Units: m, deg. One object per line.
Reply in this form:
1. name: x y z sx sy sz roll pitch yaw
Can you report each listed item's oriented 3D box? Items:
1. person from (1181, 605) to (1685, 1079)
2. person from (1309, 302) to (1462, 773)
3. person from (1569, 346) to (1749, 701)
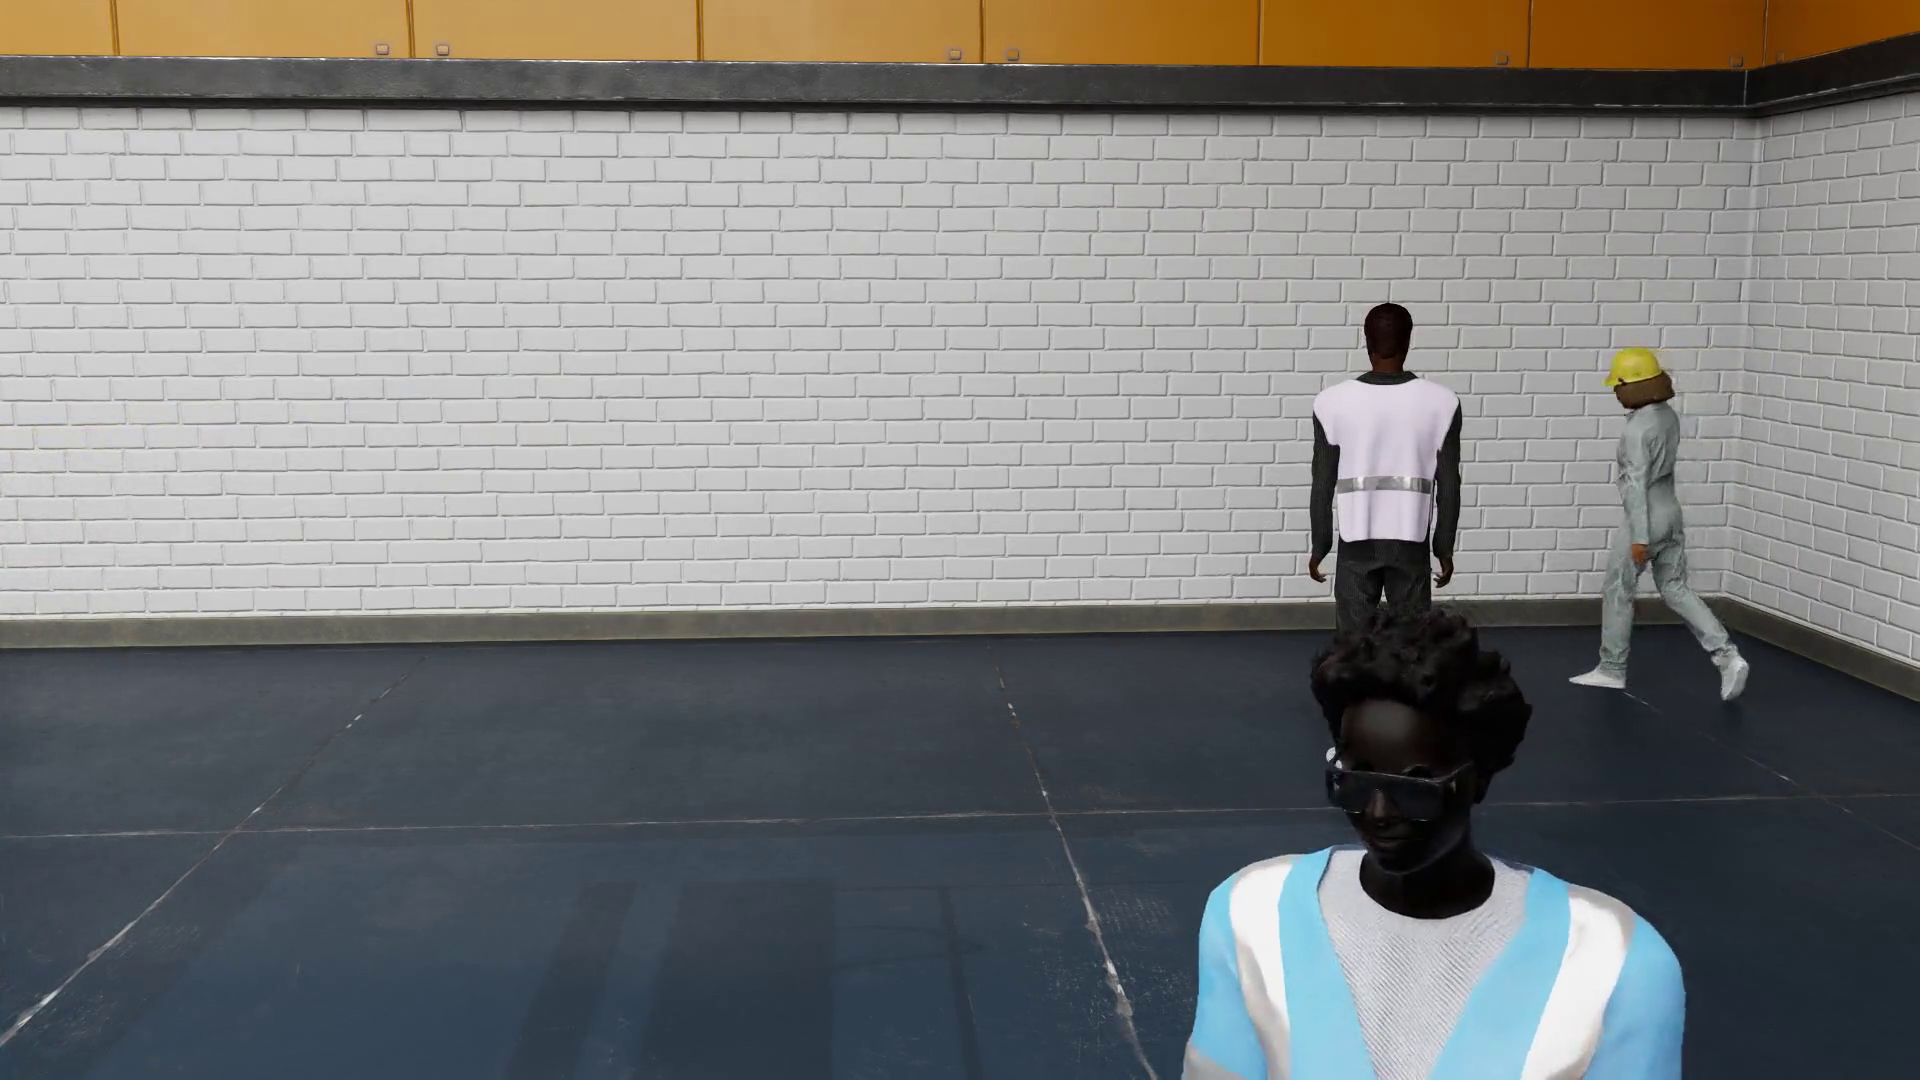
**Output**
1. person: 0.484 0.899 1.831 0.547 1.680 0.371 5 10 29
2. person: 1.699 0.011 6.688 0.588 1.914 0.392 2 9 10
3. person: 3.332 -0.069 7.878 0.552 1.696 0.790 -8 12 -42
